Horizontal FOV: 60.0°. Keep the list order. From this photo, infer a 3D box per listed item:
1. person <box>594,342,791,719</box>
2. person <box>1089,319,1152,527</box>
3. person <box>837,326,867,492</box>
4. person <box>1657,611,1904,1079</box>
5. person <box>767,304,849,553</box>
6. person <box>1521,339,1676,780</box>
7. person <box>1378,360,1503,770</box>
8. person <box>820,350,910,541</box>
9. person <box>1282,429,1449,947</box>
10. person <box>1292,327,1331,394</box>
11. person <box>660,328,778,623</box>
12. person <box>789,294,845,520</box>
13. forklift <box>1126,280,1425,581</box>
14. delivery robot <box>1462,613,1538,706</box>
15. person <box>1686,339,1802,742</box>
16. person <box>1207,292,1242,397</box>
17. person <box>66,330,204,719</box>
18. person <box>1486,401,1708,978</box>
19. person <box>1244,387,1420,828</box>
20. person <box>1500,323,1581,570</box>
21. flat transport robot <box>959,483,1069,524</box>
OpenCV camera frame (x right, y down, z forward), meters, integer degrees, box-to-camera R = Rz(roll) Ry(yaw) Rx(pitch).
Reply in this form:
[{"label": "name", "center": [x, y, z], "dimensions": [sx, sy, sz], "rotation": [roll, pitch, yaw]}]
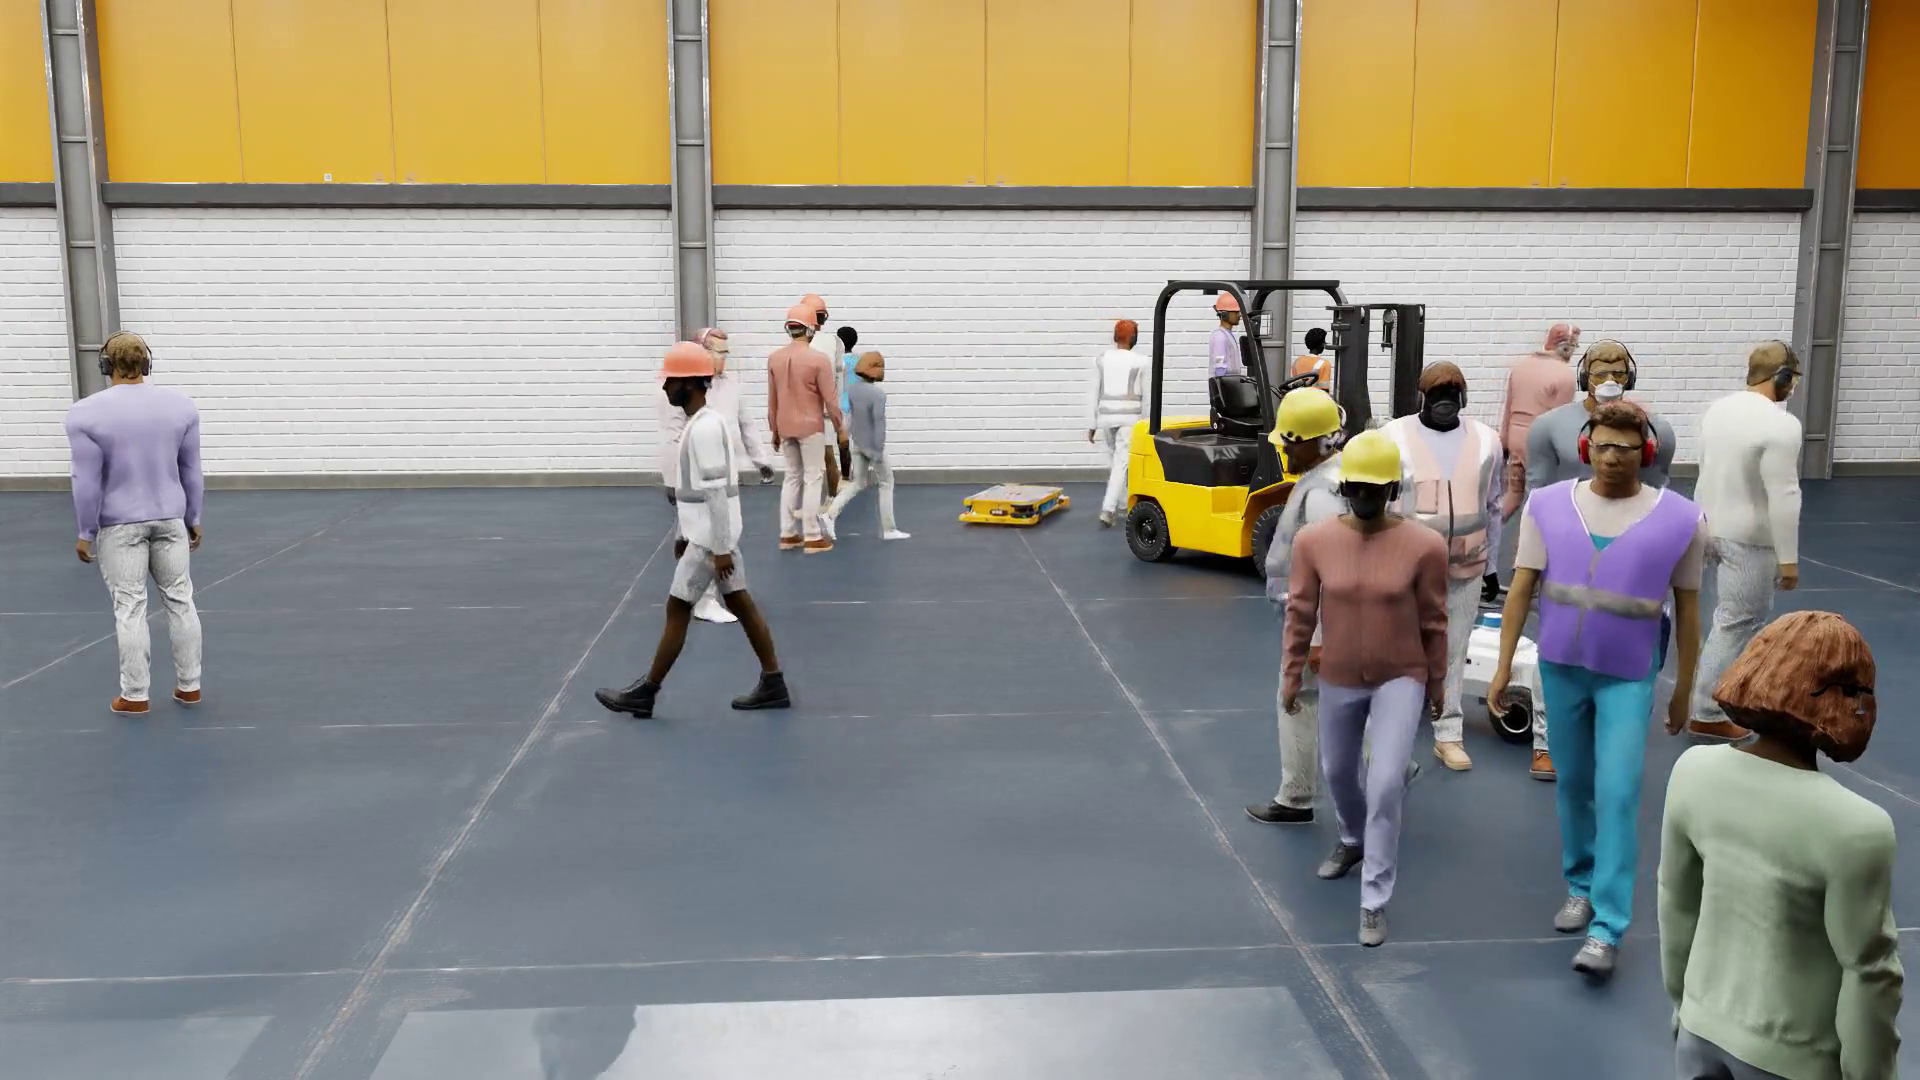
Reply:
[{"label": "person", "center": [-1.321, -0.042, 8.326], "dimensions": [1.000, 1.878, 0.567], "rotation": [-1, 9, -6]}, {"label": "person", "center": [1.427, -1.048, 14.812], "dimensions": [0.574, 1.837, 1.014], "rotation": [5, 10, 28]}, {"label": "person", "center": [-1.148, -1.333, 17.003], "dimensions": [0.316, 1.695, 0.542], "rotation": [7, 12, 39]}, {"label": "person", "center": [1.464, 0.930, 3.001], "dimensions": [0.279, 1.631, 0.498], "rotation": [-3, 10, -19]}, {"label": "person", "center": [-1.231, -0.878, 13.252], "dimensions": [0.634, 1.988, 0.439], "rotation": [6, 11, 35]}, {"label": "person", "center": [2.773, 0.096, 7.275], "dimensions": [0.631, 1.940, 0.372], "rotation": [1, 9, 7]}, {"label": "person", "center": [2.109, 0.121, 7.421], "dimensions": [0.633, 1.841, 0.429], "rotation": [0, 9, -2]}, {"label": "person", "center": [-0.798, -0.771, 13.799], "dimensions": [0.732, 1.603, 0.503], "rotation": [-7, 12, -38]}, {"label": "person", "center": [1.414, 0.451, 5.749], "dimensions": [0.538, 1.723, 0.742], "rotation": [4, 10, 24]}, {"label": "person", "center": [3.555, -1.302, 16.843], "dimensions": [0.321, 1.691, 0.532], "rotation": [-5, 10, -29]}, {"label": "person", "center": [-1.594, -0.428, 10.772], "dimensions": [0.651, 1.880, 0.666], "rotation": [6, 11, 33]}, {"label": "person", "center": [-1.326, -1.195, 15.055], "dimensions": [0.373, 2.043, 0.615], "rotation": [9, 13, 44]}, {"label": "forklift", "center": [2.301, -0.860, 12.475], "dimensions": [1.214, 2.155, 2.313], "rotation": [-6, 11, -35]}, {"label": "delivery robot", "center": [2.594, 0.601, 8.122], "dimensions": [0.707, 0.478, 0.477], "rotation": [8, 12, 40]}, {"label": "person", "center": [3.701, 0.022, 7.814], "dimensions": [0.518, 1.909, 0.672], "rotation": [-1, 9, -6]}, {"label": "person", "center": [2.690, -1.471, 16.786], "dimensions": [0.378, 2.044, 0.608], "rotation": [2, 9, 14]}, {"label": "person", "center": [-4.110, -0.071, 8.344], "dimensions": [0.627, 1.934, 0.372], "rotation": [-9, 13, -44]}, {"label": "person", "center": [2.038, 0.461, 5.380], "dimensions": [0.583, 1.810, 0.771], "rotation": [7, 11, 36]}, {"label": "person", "center": [1.474, 0.287, 6.551], "dimensions": [0.607, 1.789, 0.604], "rotation": [3, 10, 19]}, {"label": "person", "center": [4.212, -0.665, 12.293], "dimensions": [0.622, 1.865, 0.700], "rotation": [-3, 10, -20]}, {"label": "flat transport robot", "center": [0.514, -0.337, 15.214], "dimensions": [0.652, 0.197, 1.431], "rotation": [3, 9, 18]}]
